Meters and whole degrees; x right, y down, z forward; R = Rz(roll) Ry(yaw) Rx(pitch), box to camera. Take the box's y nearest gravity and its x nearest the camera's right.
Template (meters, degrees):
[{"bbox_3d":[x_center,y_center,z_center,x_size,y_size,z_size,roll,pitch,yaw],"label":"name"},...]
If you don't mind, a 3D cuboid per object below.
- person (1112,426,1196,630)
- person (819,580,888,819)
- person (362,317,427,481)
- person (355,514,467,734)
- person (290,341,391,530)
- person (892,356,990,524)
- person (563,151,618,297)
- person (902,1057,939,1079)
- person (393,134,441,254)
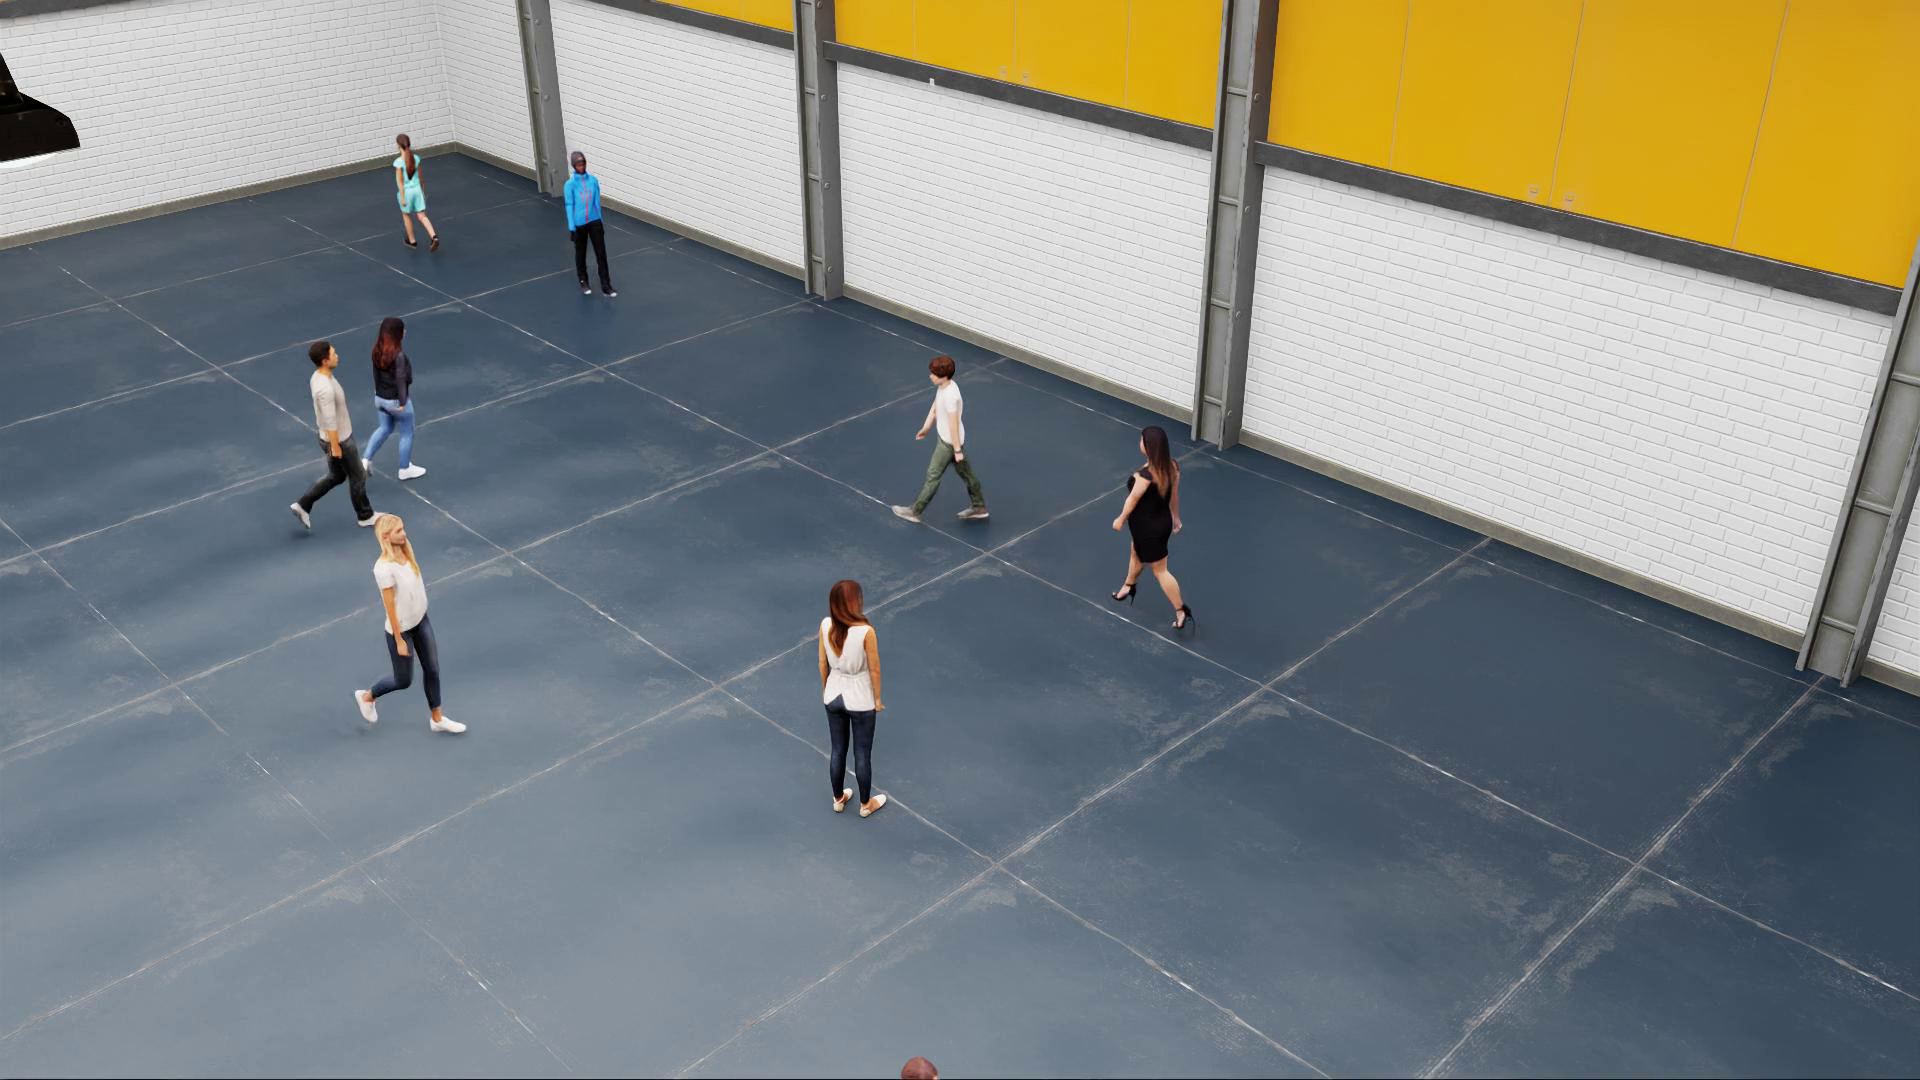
[{"bbox_3d":[1.606,-0.049,13.281,1.114,1.674,0.747,20,34,32],"label":"person"},{"bbox_3d":[-0.740,1.066,11.121,0.582,1.784,0.720,12,31,20],"label":"person"},{"bbox_3d":[-5.364,-1.290,15.617,0.804,1.615,0.748,18,33,30],"label":"person"},{"bbox_3d":[-4.045,0.639,11.899,1.096,1.790,0.912,6,29,11],"label":"person"},{"bbox_3d":[-5.609,-0.874,14.676,0.940,1.787,1.083,-13,31,-23],"label":"person"},{"bbox_3d":[0.001,-0.867,14.855,1.110,1.603,1.078,-1,29,-1],"label":"person"},{"bbox_3d":[-4.562,-3.831,20.114,0.771,1.770,1.021,-17,33,-28],"label":"person"},{"bbox_3d":[-0.192,2.995,8.289,0.507,1.110,0.478,18,33,29],"label":"person"},{"bbox_3d":[-7.057,-4.461,21.514,1.001,1.536,0.569,24,37,37],"label":"person"}]
